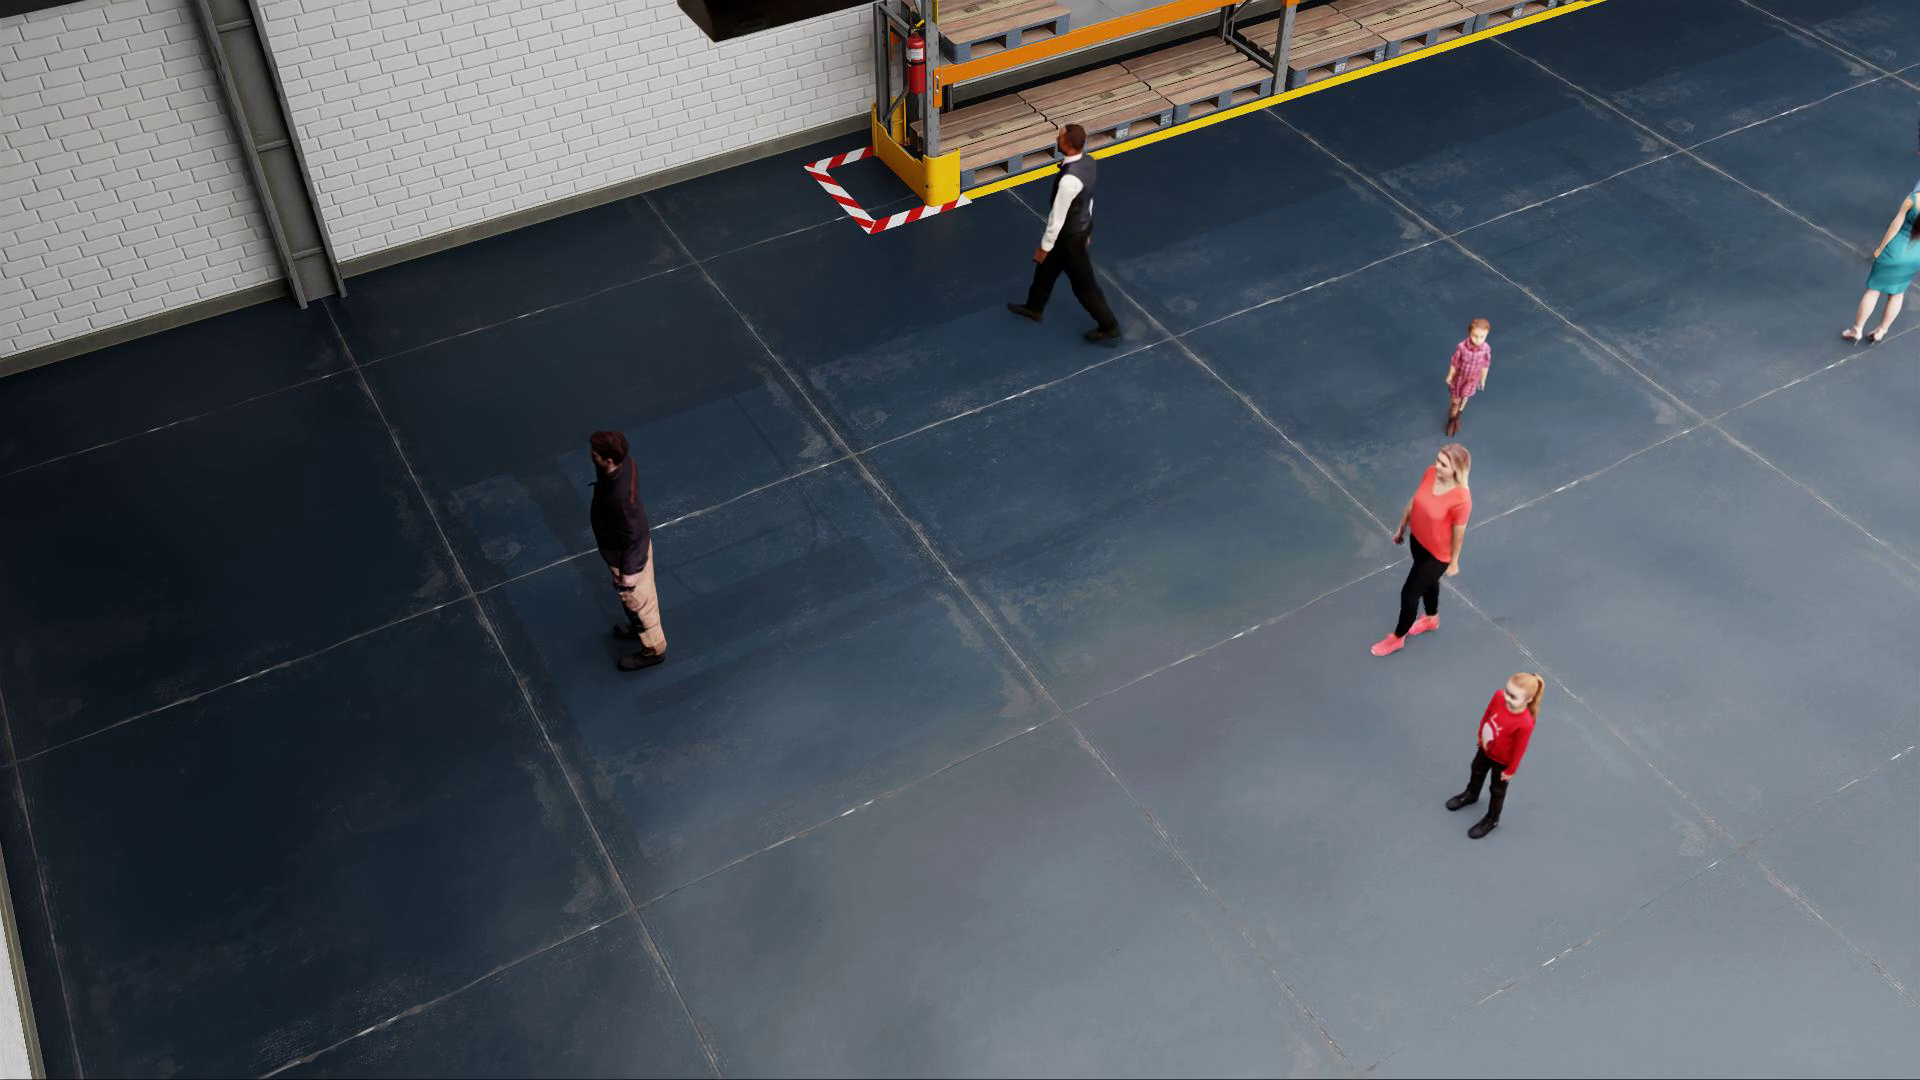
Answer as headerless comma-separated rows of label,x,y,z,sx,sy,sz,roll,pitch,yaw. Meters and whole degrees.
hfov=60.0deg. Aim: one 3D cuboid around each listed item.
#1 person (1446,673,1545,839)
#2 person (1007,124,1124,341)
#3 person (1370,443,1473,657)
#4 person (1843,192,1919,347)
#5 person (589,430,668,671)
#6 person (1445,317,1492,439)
person,3.196,1.240,9.839,0.511,1.280,0.510,-18,46,-18
person,0.966,-2.371,13.198,1.293,1.875,1.269,13,45,13
person,3.155,0.028,10.829,0.859,1.669,0.685,-13,45,-14
person,7.497,-2.266,13.224,0.578,1.687,0.678,2,44,2
person,-2.121,0.052,10.618,0.732,1.924,0.774,-7,44,-7
person,3.869,-1.293,12.688,0.541,1.018,0.602,5,44,5
